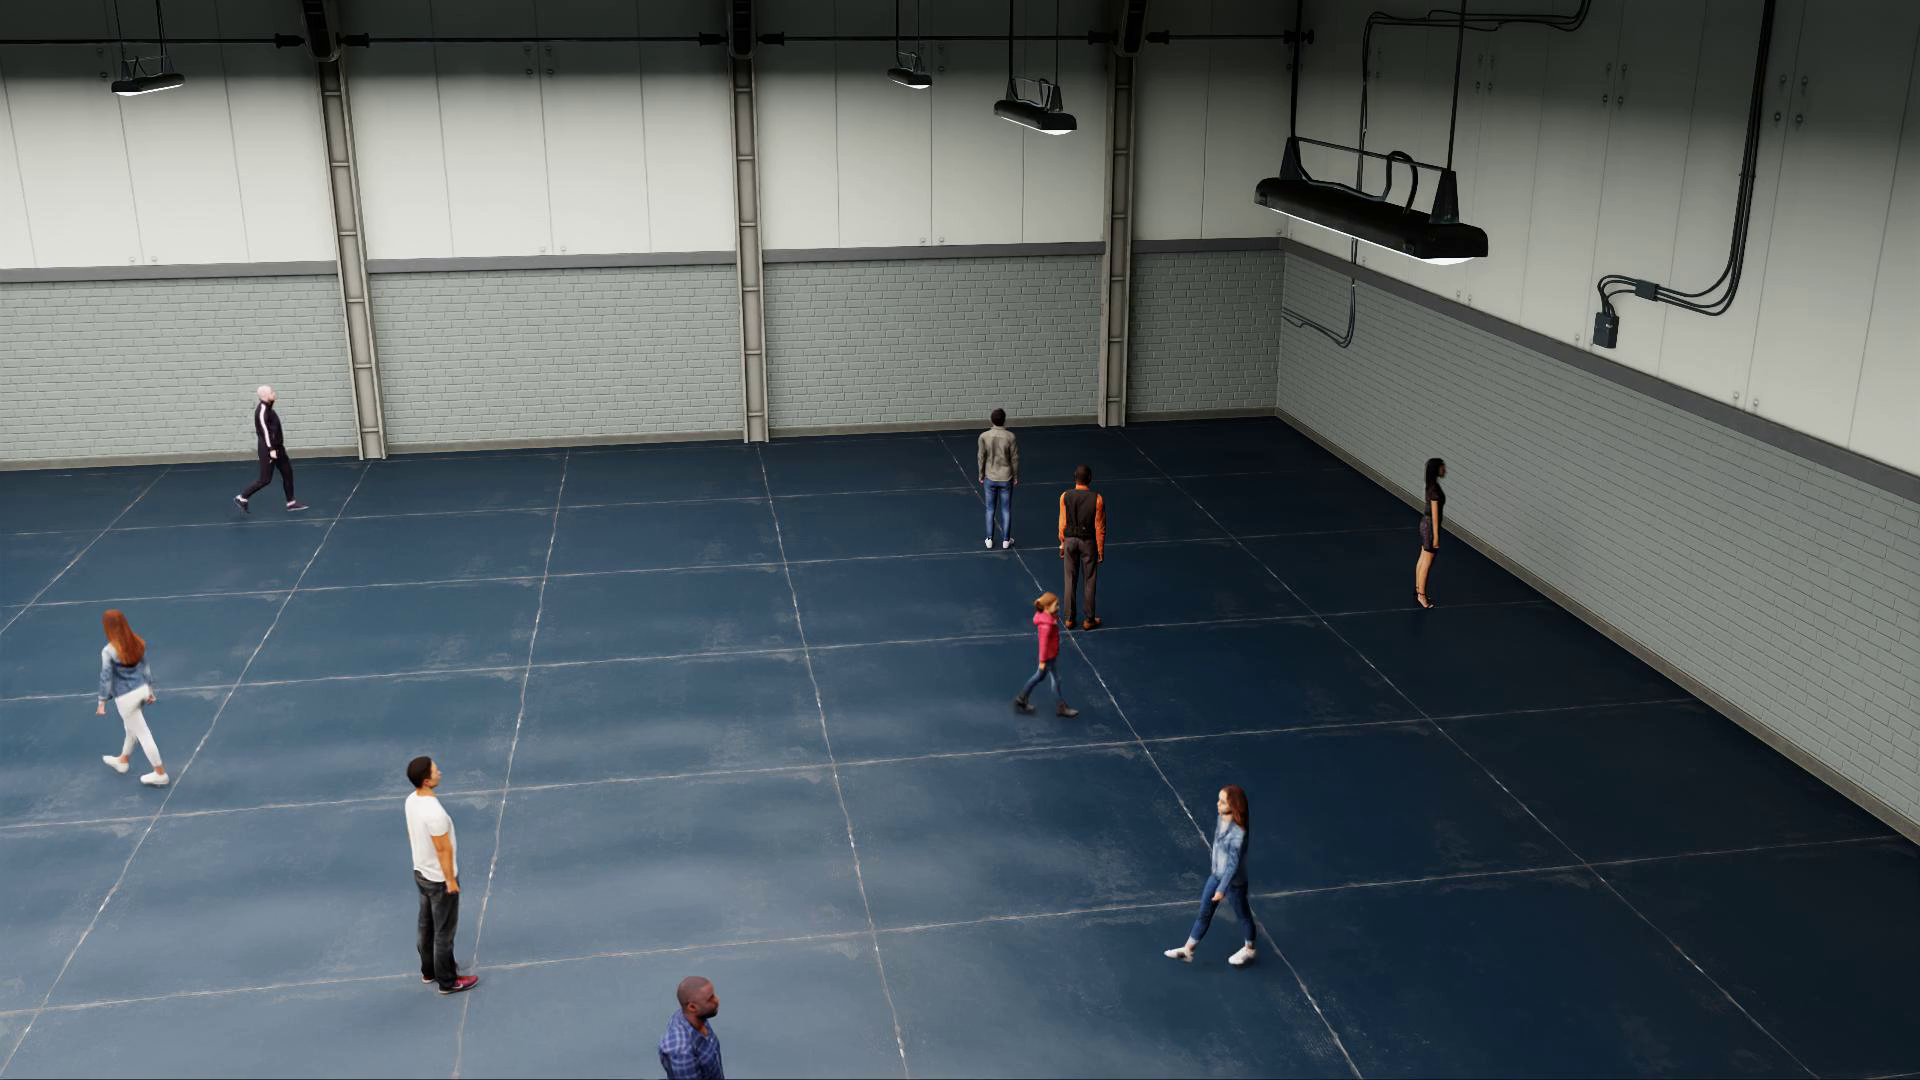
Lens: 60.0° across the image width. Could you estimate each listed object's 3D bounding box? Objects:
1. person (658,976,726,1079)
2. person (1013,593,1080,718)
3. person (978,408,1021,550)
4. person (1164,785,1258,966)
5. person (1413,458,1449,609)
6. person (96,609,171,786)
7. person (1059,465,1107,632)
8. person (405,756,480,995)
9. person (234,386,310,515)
[{"bbox_3d":[-1.565,3.263,9.300,1.252,1.781,0.908,2,18,7],"label":"person"},{"bbox_3d":[0.805,1.153,16.574,0.959,1.289,0.702,3,18,8],"label":"person"},{"bbox_3d":[0.499,-0.805,21.654,0.644,1.867,0.828,2,18,7],"label":"person"},{"bbox_3d":[2.056,2.485,12.230,0.997,1.447,0.695,-7,19,-21],"label":"person"},{"bbox_3d":[5.546,-0.095,19.599,0.608,1.791,0.661,3,18,9],"label":"person"},{"bbox_3d":[-7.413,1.450,15.042,1.083,1.673,0.881,4,19,13],"label":"person"},{"bbox_3d":[1.371,0.075,18.889,0.728,1.906,0.855,5,19,16],"label":"person"},{"bbox_3d":[-3.789,2.389,11.949,0.727,1.804,0.719,-16,24,-40],"label":"person"},{"bbox_3d":[-9.633,-1.207,22.991,1.127,1.803,0.660,-3,18,-10],"label":"person"}]
